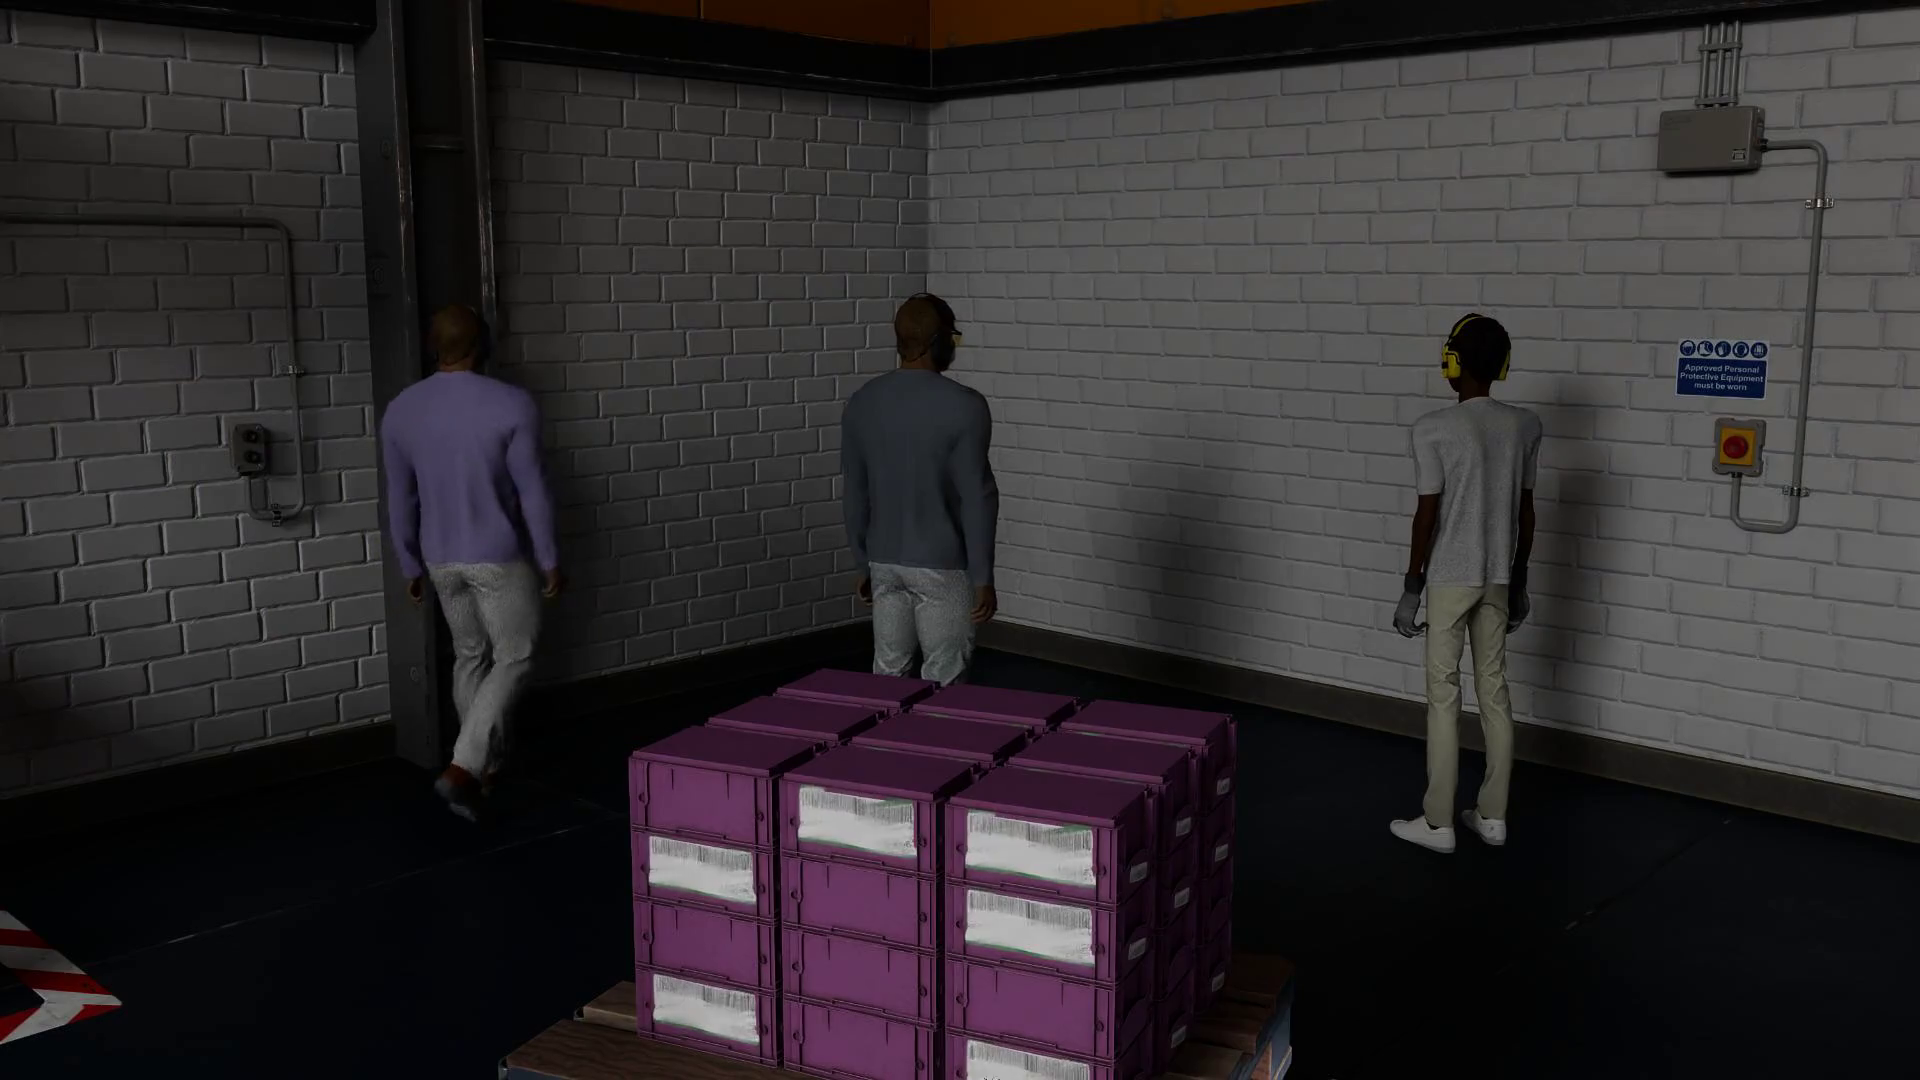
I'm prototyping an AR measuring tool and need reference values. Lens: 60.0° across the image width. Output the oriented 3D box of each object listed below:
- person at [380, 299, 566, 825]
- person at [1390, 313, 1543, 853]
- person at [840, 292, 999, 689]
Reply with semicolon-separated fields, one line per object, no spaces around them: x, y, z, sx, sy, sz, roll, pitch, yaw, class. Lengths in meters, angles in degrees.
-1.798;0.077;6.130;0.642;1.917;0.786;3;10;17;person
1.751;0.155;5.786;0.515;1.872;0.328;-3;10;-18;person
-0.134;0.105;5.878;0.628;1.940;0.377;7;11;36;person
